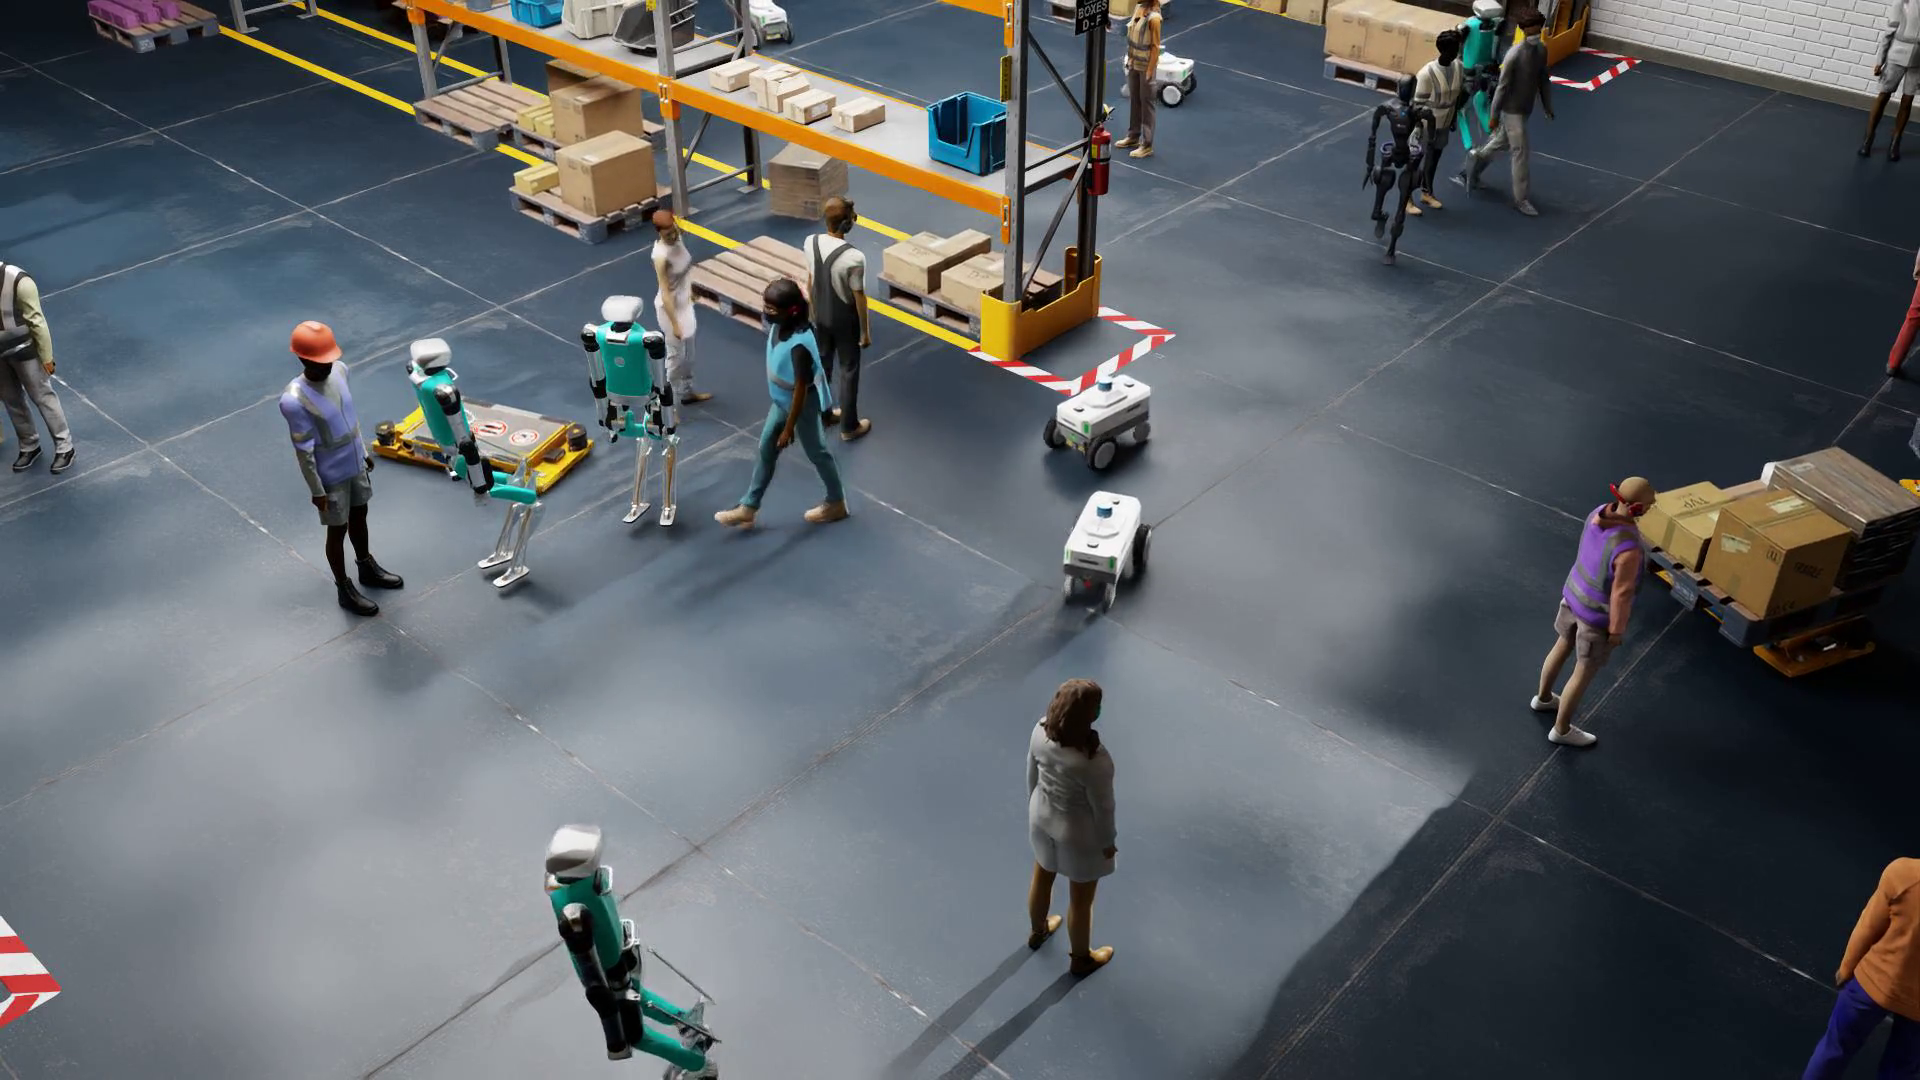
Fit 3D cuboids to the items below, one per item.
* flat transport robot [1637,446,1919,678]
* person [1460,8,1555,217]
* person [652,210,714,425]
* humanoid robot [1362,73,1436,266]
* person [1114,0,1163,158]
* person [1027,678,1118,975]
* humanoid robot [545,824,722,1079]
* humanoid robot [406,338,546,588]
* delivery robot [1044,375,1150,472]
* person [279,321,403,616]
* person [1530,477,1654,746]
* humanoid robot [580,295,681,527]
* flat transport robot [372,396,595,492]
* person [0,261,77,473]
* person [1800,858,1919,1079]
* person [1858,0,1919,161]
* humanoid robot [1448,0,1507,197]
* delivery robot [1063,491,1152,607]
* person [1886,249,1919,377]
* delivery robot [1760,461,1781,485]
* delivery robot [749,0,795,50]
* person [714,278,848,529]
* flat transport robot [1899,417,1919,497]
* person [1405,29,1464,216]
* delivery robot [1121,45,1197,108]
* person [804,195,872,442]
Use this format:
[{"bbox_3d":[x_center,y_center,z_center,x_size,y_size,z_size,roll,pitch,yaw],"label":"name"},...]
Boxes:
[{"bbox_3d":[4.898,0.312,10.359,0.659,0.231,1.431,-14,37,-19],"label":"flat transport robot"},{"bbox_3d":[5.045,-3.960,15.154,0.546,1.852,0.928,-25,42,-32],"label":"person"},{"bbox_3d":[-2.077,-1.641,11.983,0.405,1.636,0.544,4,35,6],"label":"person"},{"bbox_3d":[3.778,-3.204,14.217,0.600,1.645,0.507,12,36,17],"label":"humanoid robot"},{"bbox_3d":[1.763,-4.619,16.171,0.305,1.781,0.462,-14,37,-20],"label":"person"},{"bbox_3d":[0.520,1.310,7.683,0.485,1.662,0.342,29,44,35],"label":"person"},{"bbox_3d":[-1.254,1.857,6.828,0.677,1.790,0.545,-6,35,-8],"label":"humanoid robot"},{"bbox_3d":[-2.877,-0.519,10.181,0.757,1.688,0.530,-24,41,-31],"label":"humanoid robot"},{"bbox_3d":[1.005,-0.875,11.827,0.781,0.595,0.499,-27,43,-34],"label":"delivery robot"},{"bbox_3d":[-3.713,-0.443,9.987,0.369,1.933,0.550,10,36,14],"label":"person"},{"bbox_3d":[3.446,0.376,9.019,0.354,1.685,0.486,-3,35,-4],"label":"person"},{"bbox_3d":[-2.014,-0.886,10.689,0.533,1.673,0.735,7,35,9],"label":"humanoid robot"},{"bbox_3d":[-3.396,-0.706,11.833,1.431,0.231,0.659,13,37,18],"label":"flat transport robot"},{"bbox_3d":[-6.466,-1.296,11.325,0.597,1.821,0.403,4,35,6],"label":"person"},{"bbox_3d":[3.834,1.796,6.715,0.517,1.973,0.401,20,39,26],"label":"person"},{"bbox_3d":[9.155,-4.632,16.067,0.546,1.926,0.388,13,37,18],"label":"person"},{"bbox_3d":[4.858,-3.975,15.380,0.530,1.889,0.747,-13,37,-18],"label":"humanoid robot"},{"bbox_3d":[0.909,0.015,10.551,0.499,0.611,0.814,11,36,16],"label":"delivery robot"},{"bbox_3d":[7.385,-1.992,12.388,0.520,1.759,0.347,27,43,33],"label":"person"},{"bbox_3d":[5.551,-0.180,10.837,0.499,0.614,0.791,-8,35,-12],"label":"delivery robot"},{"bbox_3d":[-2.306,-6.062,19.335,0.499,0.587,0.789,-21,40,-27],"label":"delivery robot"},{"bbox_3d":[-1.166,-0.818,10.626,0.966,1.821,0.533,-16,38,-22],"label":"person"},{"bbox_3d":[7.160,-0.221,11.131,1.431,0.231,0.659,3,35,4],"label":"flat transport robot"},{"bbox_3d":[4.279,-3.776,15.027,0.534,1.692,0.319,-19,39,-25],"label":"person"},{"bbox_3d":[2.139,-4.960,17.761,0.811,0.613,0.499,14,37,20],"label":"delivery robot"},{"bbox_3d":[-0.843,-1.540,11.667,0.513,1.835,0.356,21,40,27],"label":"person"}]
